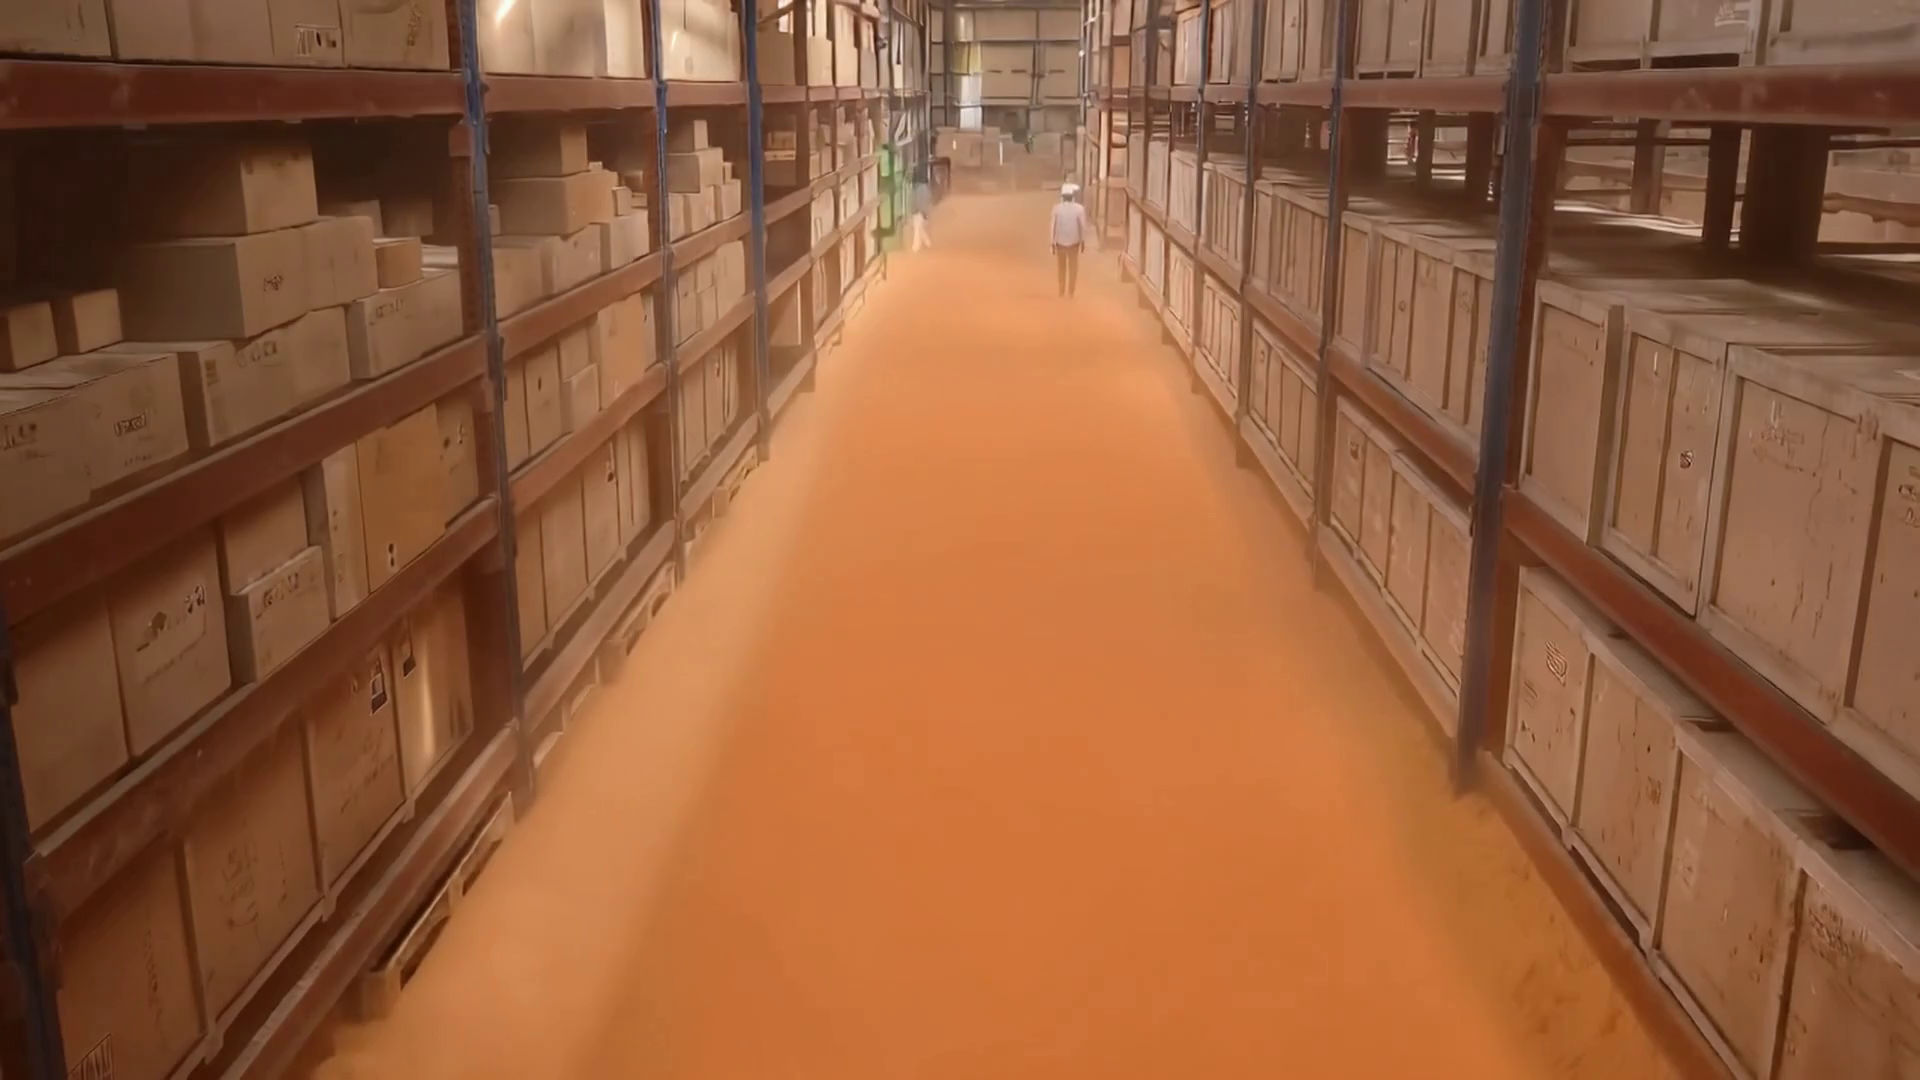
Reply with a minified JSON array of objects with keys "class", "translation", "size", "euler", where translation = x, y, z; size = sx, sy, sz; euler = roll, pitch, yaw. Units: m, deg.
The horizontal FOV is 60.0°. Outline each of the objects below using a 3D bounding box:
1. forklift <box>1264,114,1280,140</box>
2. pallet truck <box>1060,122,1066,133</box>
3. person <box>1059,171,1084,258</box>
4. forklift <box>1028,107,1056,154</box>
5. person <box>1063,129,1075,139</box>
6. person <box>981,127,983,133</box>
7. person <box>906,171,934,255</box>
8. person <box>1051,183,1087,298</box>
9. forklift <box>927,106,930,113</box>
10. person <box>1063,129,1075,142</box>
[{"class":"forklift","translation":[11.030,-14.031,59.994],"size":[1.129,2.768,1.873],"euler":[0,15,2]},{"class":"pallet truck","translation":[5.788,-21.111,88.014],"size":[1.885,1.965,0.823],"euler":[5,16,18]},{"class":"person","translation":[2.392,-6.979,35.721],"size":[0.571,1.843,0.373],"euler":[7,17,25]},{"class":"forklift","translation":[4.115,-19.331,79.717],"size":[1.129,2.768,1.873],"euler":[-8,17,-26]},{"class":"person","translation":[4.924,-17.567,74.978],"size":[0.647,1.912,0.443],"euler":[-10,18,-33]},{"class":"person","translation":[1.005,-19.598,82.692],"size":[0.949,1.838,0.588],"euler":[0,15,0]},{"class":"person","translation":[-0.883,-7.200,36.610],"size":[0.738,1.816,0.641],"euler":[-8,17,-28]},{"class":"person","translation":[1.896,-5.191,28.871],"size":[0.630,1.958,0.963],"euler":[0,15,-1]},{"class":"forklift","translation":[-2.001,-20.667,84.687],"size":[1.129,2.768,1.873],"euler":[0,15,2]},{"class":"person","translation":[4.870,-17.387,74.331],"size":[0.545,1.917,0.508],"euler":[-4,16,-14]}]
